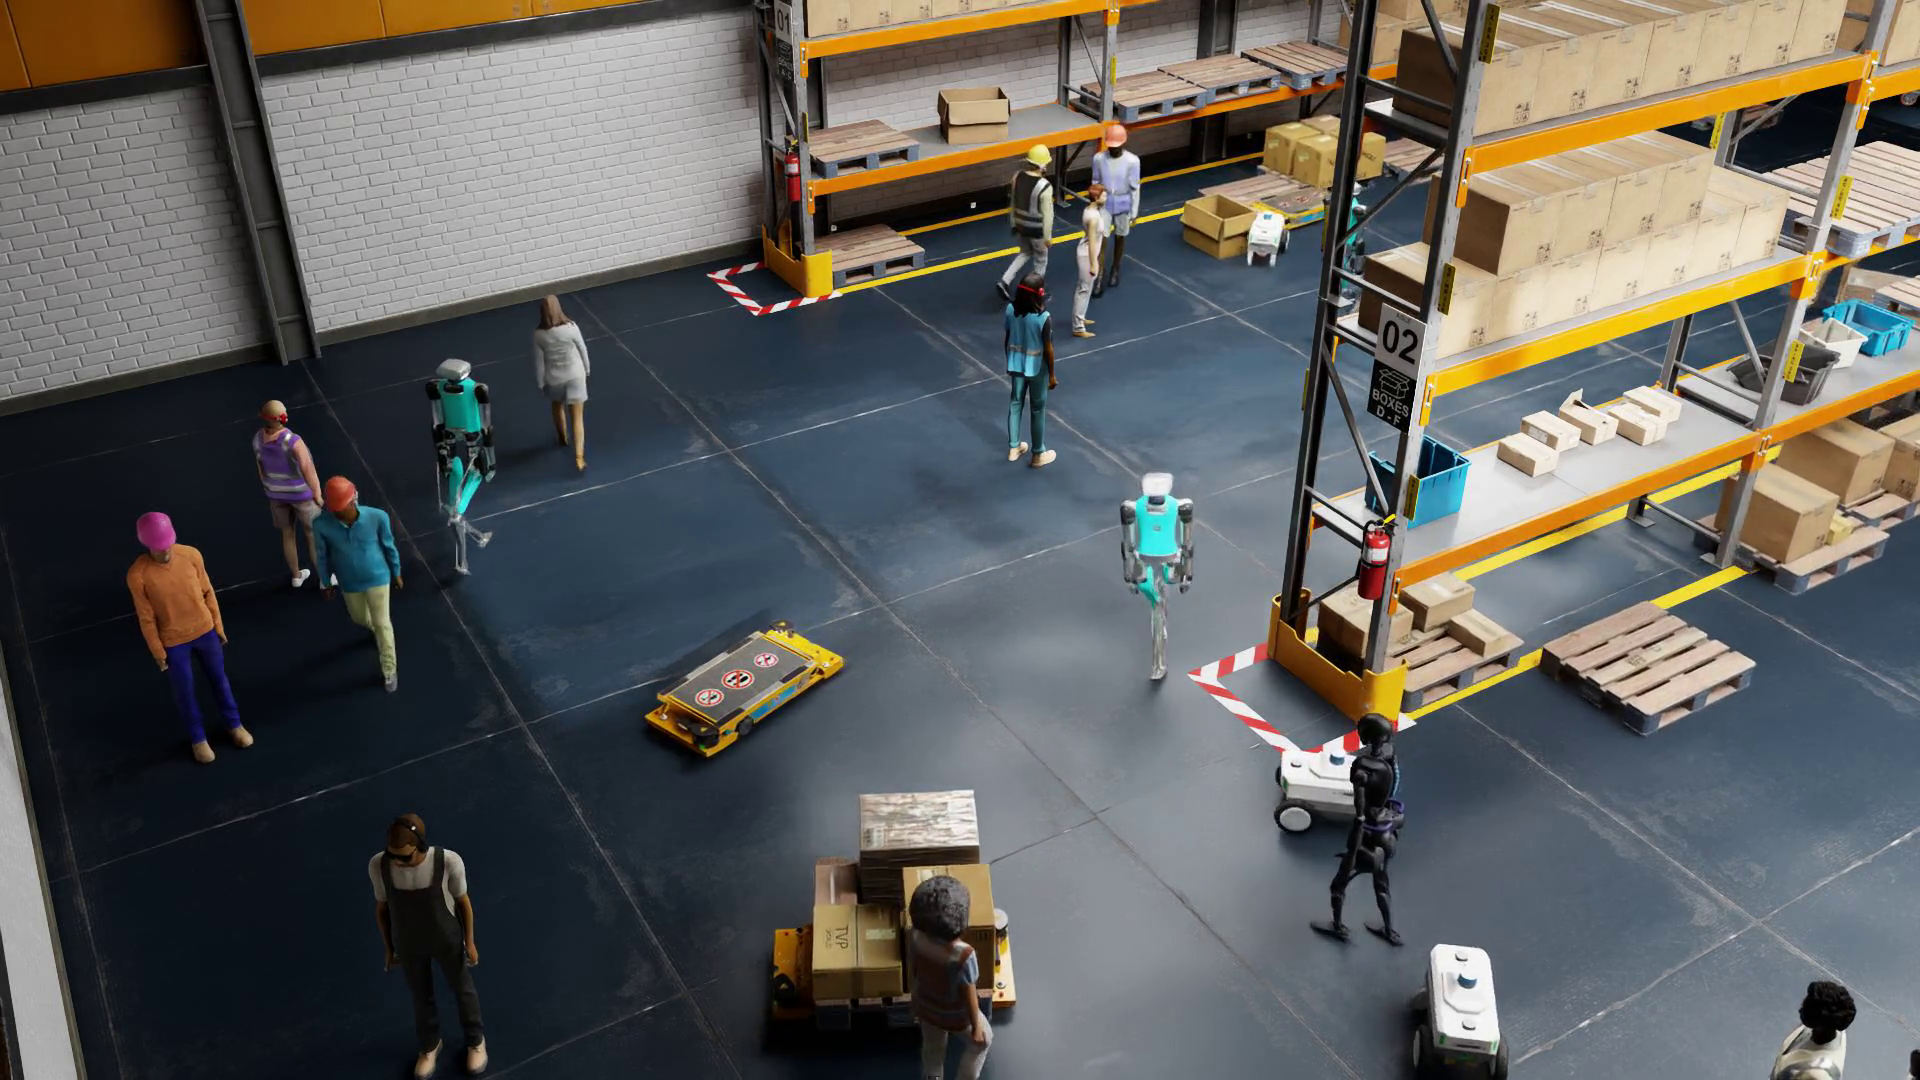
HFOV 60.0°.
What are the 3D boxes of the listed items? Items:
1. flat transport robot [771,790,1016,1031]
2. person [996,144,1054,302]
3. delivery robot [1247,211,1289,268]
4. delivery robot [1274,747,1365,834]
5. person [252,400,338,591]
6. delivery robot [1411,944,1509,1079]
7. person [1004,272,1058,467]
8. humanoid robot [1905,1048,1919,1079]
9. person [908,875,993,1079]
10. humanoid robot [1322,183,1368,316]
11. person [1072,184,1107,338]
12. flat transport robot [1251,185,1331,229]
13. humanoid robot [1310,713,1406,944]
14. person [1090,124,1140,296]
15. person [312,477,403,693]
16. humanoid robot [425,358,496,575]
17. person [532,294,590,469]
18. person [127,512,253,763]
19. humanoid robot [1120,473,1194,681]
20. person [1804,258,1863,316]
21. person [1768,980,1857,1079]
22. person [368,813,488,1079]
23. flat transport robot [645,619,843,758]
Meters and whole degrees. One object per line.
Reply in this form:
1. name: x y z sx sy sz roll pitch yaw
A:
1. flat transport robot: -0.405 2.546 10.023 1.431 0.231 0.659 -2 32 -3
2. person: 0.730 -3.383 18.030 0.600 1.815 0.602 -24 39 -33
3. delivery robot: 3.590 -3.565 19.517 0.499 0.612 0.789 8 33 13
4. delivery robot: 2.485 1.655 11.176 0.781 0.595 0.499 6 33 9
5. person: -5.330 -0.347 13.296 0.483 1.693 0.345 6 33 10
6. delivery robot: 2.859 2.689 9.507 0.512 0.574 0.744 5 32 8
7. person: 0.628 -1.534 15.028 0.520 1.866 0.392 20 37 28
8. humanoid robot: 4.321 3.080 7.768 0.680 1.777 0.531 -11 34 -17
9. person: -0.034 2.449 8.848 0.488 1.669 0.422 20 37 29
10. humanoid robot: 4.113 -2.870 17.389 0.731 1.903 0.548 -22 38 -31
11. person: 1.361 -2.950 17.493 0.313 1.648 0.461 1 32 2
12. flat transport robot: 4.178 -4.106 20.631 1.431 0.231 0.659 -21 38 -29
13. humanoid robot: 2.473 1.760 9.972 0.566 1.624 0.616 21 38 30
14. person: 1.682 -3.610 18.297 0.549 1.905 0.849 6 33 9
15. person: -4.441 0.234 12.348 0.578 1.722 0.754 -6 33 -10
16. humanoid robot: -4.132 -0.506 13.548 0.530 1.773 0.987 5 32 8
17. person: -3.613 -1.465 15.145 0.484 1.616 0.875 -5 32 -8
18. person: -5.327 0.650 11.447 0.515 1.976 0.408 -27 41 -36
19. humanoid robot: 1.505 0.130 12.514 0.574 1.756 0.989 7 33 11
20. person: 9.479 -3.203 17.832 0.883 1.704 0.573 -25 40 -34
21. person: 4.133 2.828 8.234 0.320 1.692 0.533 16 36 24
22. person: -2.895 2.206 9.088 0.507 1.839 0.343 -3 32 -5
23. flat transport robot: -1.590 1.082 12.359 0.659 0.231 1.431 23 39 32
